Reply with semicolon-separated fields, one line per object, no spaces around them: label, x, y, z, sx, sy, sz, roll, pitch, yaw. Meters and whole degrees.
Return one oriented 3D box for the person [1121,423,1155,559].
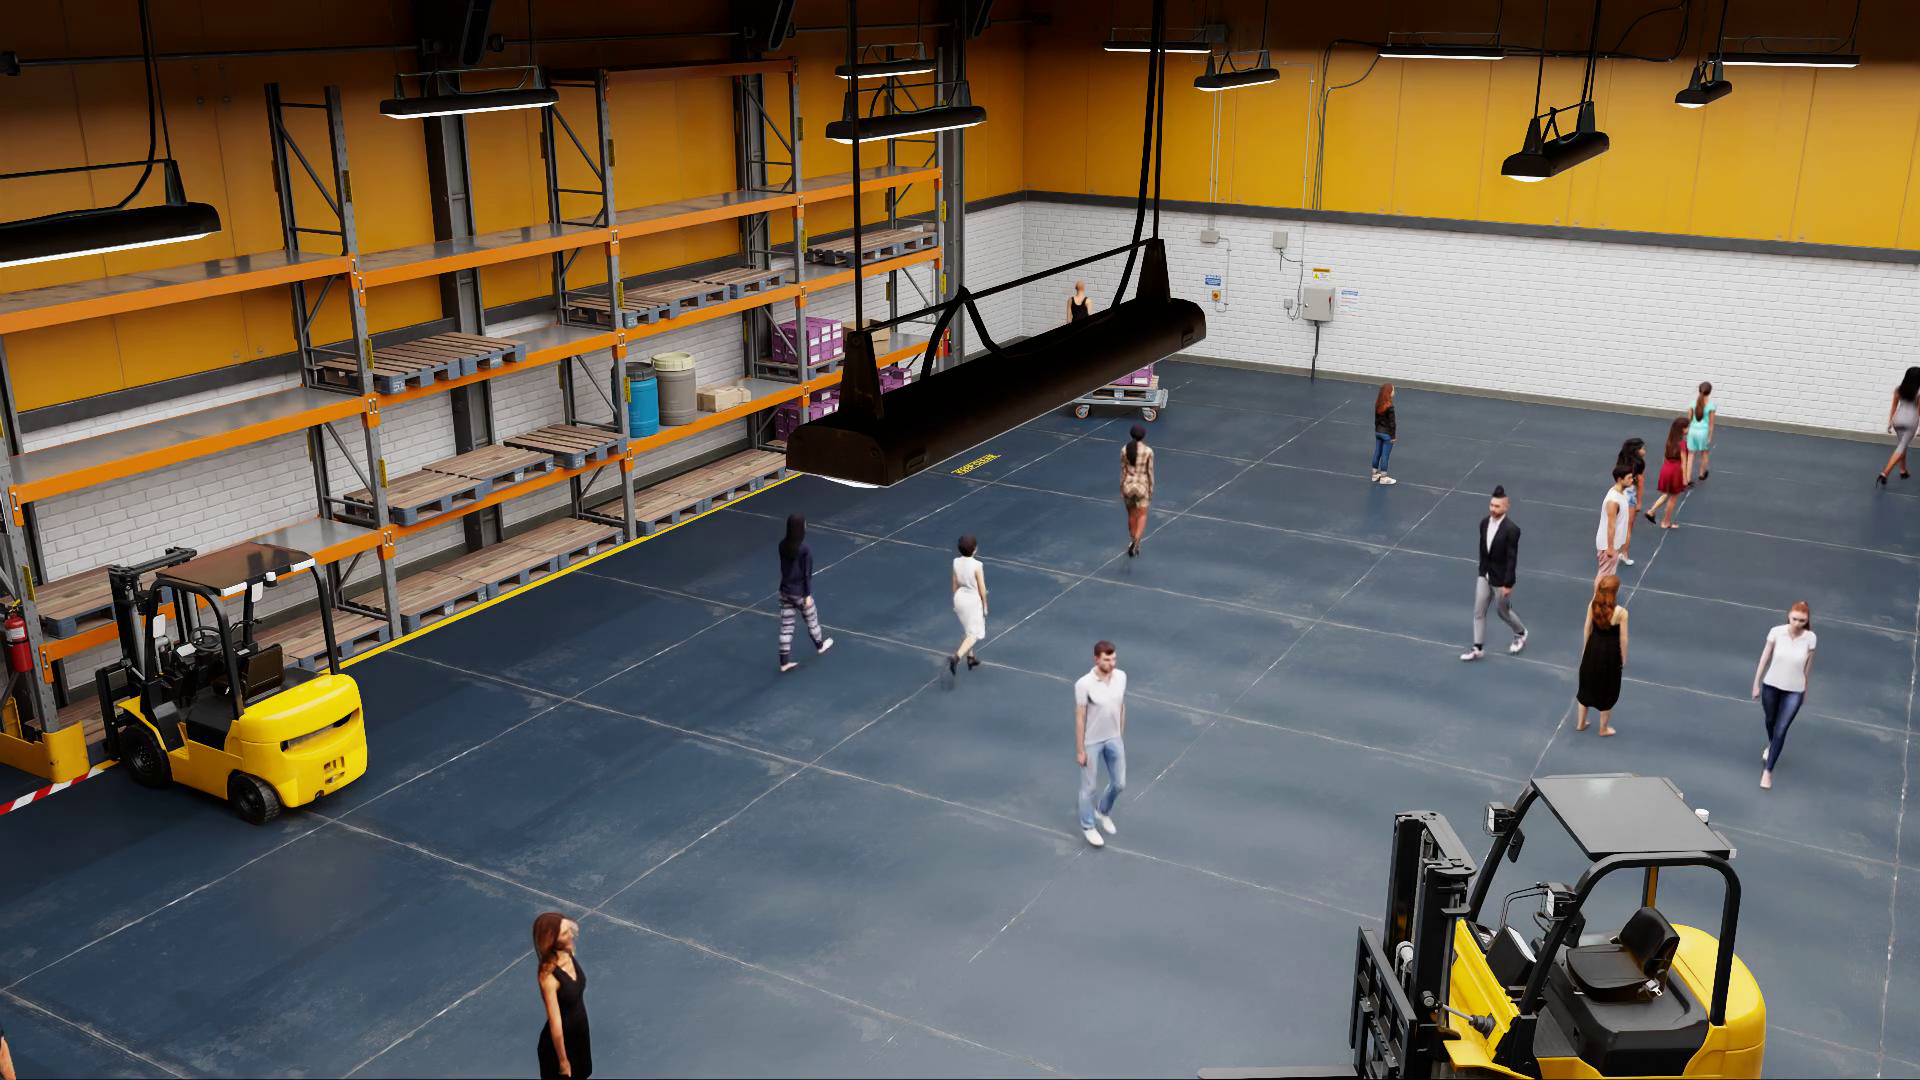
person;2.203;-0.573;20.874;0.702;1.779;0.945;6;19;16

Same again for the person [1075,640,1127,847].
person;1.145;1.675;14.097;0.773;1.843;0.855;-7;20;-21

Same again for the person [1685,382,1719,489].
person;10.645;-1.502;24.015;0.671;1.534;0.955;15;24;37

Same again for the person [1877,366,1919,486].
person;13.583;-1.597;23.978;1.190;1.738;0.938;-12;22;-32

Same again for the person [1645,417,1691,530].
person;9.433;-0.875;22.147;0.834;1.539;0.791;-3;19;-10

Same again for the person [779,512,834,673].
person;-1.795;0.575;17.594;0.601;1.697;0.990;10;21;28

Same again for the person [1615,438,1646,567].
person;8.371;-0.488;20.870;0.740;1.620;0.680;-5;19;-14

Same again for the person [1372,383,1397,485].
person;6.198;-1.566;24.285;0.674;1.484;0.642;-9;20;-24

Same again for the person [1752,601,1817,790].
person;7.556;1.363;15.264;0.594;1.690;1.167;11;22;31

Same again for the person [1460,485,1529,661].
person;5.848;0.353;17.887;1.227;1.930;1.063;-11;21;-29

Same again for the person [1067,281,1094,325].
person;2.197;-3.857;30.567;0.687;1.815;0.584;6;20;18

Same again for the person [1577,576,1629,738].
person;6.221;1.109;16.120;0.628;1.624;0.633;17;25;41

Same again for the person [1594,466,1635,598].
person;7.494;-0.004;19.171;0.716;1.786;0.506;9;20;24

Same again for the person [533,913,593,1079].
person;-2.373;3.060;9.999;0.717;1.834;0.603;1;19;3

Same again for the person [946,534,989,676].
person;0.067;0.714;17.435;0.637;1.534;0.917;14;23;36
